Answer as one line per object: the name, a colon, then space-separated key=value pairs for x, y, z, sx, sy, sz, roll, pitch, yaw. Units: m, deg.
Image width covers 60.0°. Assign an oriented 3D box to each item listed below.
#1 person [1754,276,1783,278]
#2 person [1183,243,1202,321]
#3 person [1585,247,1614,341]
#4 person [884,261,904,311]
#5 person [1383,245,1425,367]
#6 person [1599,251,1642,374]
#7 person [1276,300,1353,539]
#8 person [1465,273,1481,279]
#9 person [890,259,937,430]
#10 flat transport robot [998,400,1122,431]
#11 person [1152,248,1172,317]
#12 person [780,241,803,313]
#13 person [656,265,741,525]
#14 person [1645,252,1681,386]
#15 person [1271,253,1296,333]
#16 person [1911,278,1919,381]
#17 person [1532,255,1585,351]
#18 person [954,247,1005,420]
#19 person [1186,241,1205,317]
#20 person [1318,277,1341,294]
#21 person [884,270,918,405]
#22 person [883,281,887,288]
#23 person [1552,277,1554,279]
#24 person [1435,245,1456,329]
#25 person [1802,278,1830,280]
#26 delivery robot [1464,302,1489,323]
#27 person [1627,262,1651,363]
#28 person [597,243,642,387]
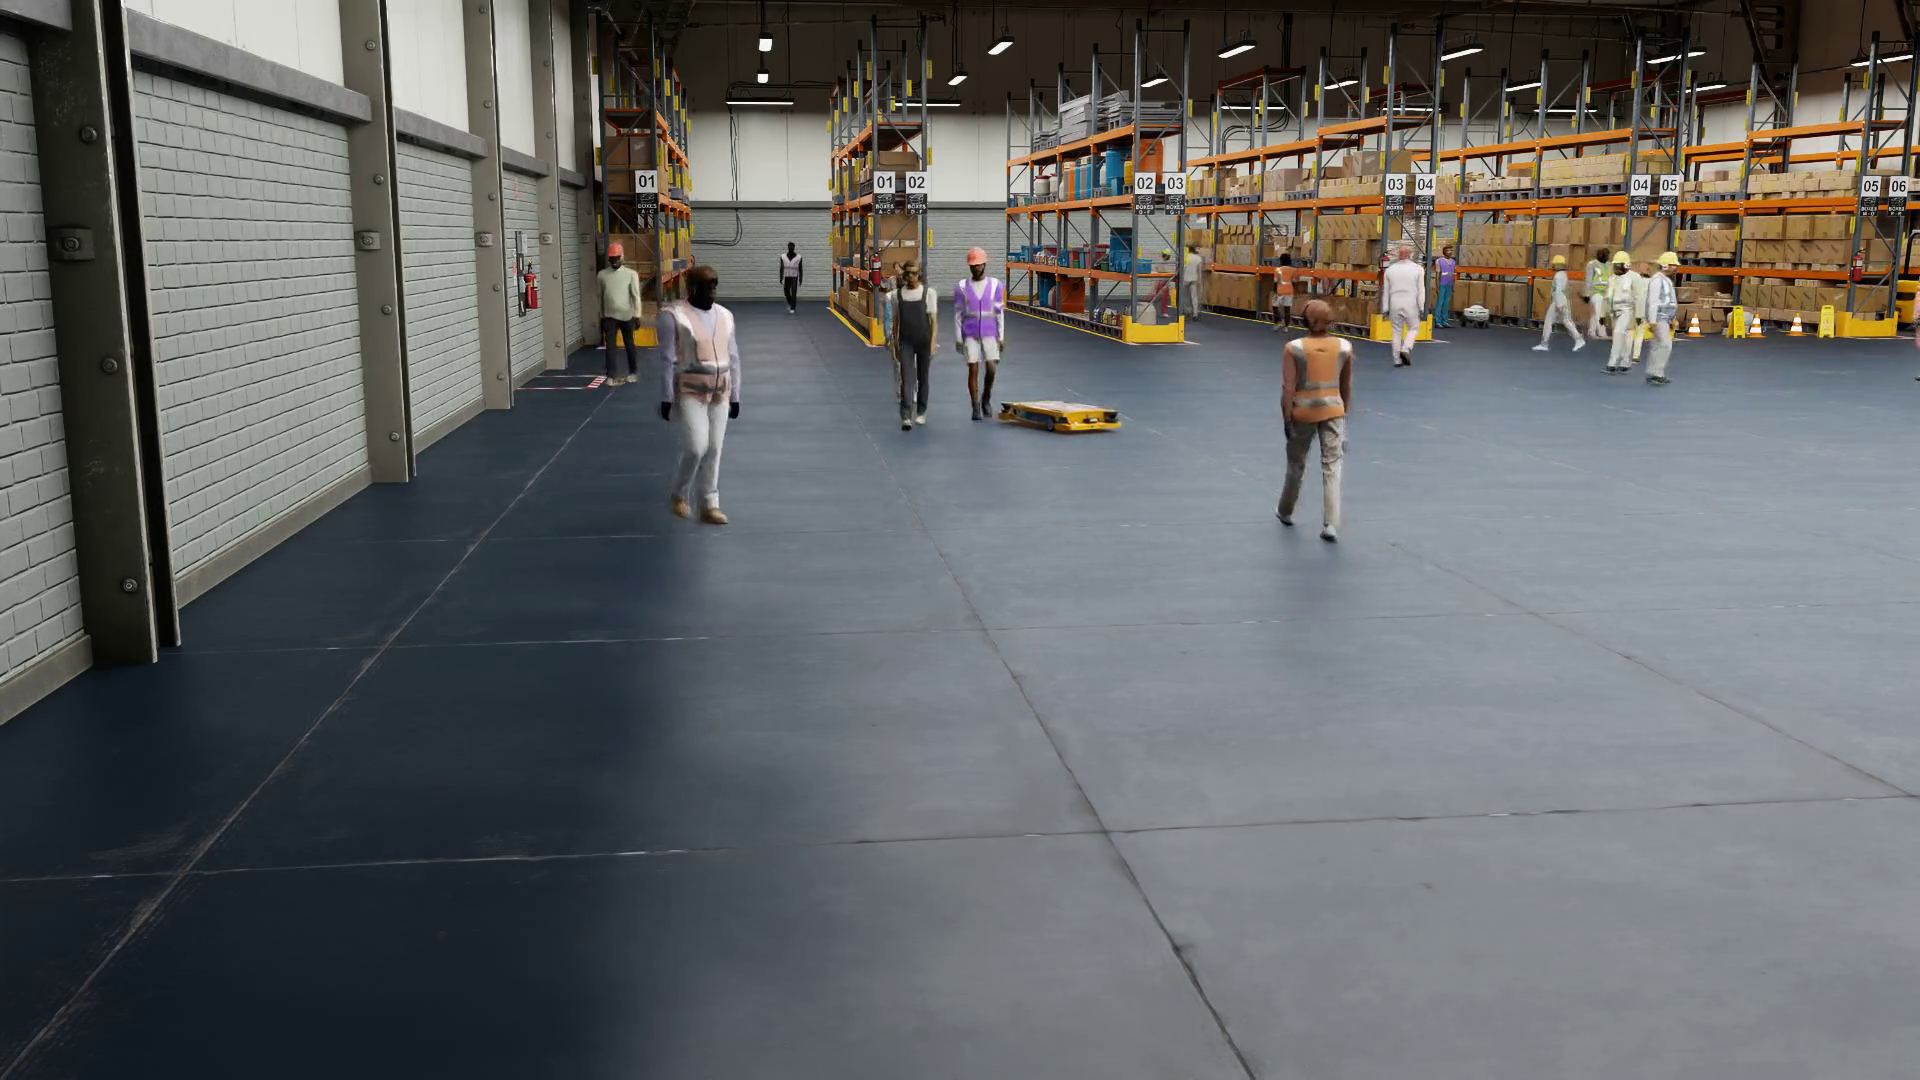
person: x=19.294 y=-6.210 z=39.640 sx=0.682 sy=2.000 sz=0.537 roll=2 pitch=11 yaw=11
person: x=5.546 y=-6.225 z=40.182 sx=0.640 sy=1.887 sz=1.049 roll=-2 pitch=11 yaw=-13
person: x=12.626 y=-4.807 z=32.588 sx=0.642 sy=1.811 sz=0.848 roll=-6 pitch=12 yaw=-29
person: x=-1.066 y=-3.964 z=28.478 sx=0.550 sy=1.609 sz=0.718 roll=6 pitch=12 yaw=29
person: x=6.927 y=-3.634 z=25.917 sx=0.672 sy=1.892 sz=0.419 roll=6 pitch=12 yaw=32
person: x=9.669 y=-3.342 z=24.554 sx=0.795 sy=1.799 sz=0.628 roll=-4 pitch=11 yaw=-20
person: x=2.418 y=-0.828 z=11.344 sx=0.512 sy=1.594 sz=0.864 roll=0 pitch=10 yaw=-2
person: x=14.148 y=-7.227 z=45.739 sx=0.534 sy=1.849 sz=0.636 roll=-4 pitch=11 yaw=-23
person: x=-0.491 y=-2.076 z=17.680 sx=0.505 sy=1.796 sz=0.991 roll=1 pitch=10 yaw=3
flat transport robot: x=1.055 y=-1.338 z=17.783 sx=0.652 sy=0.197 sz=1.431 roll=-6 pitch=12 yaw=-29
person: x=5.100 y=-6.536 z=42.260 sx=0.523 sy=1.737 sz=0.659 roll=-8 pitch=13 yaw=-38
person: x=-4.482 y=-6.990 z=44.280 sx=0.620 sy=1.903 sz=0.569 roll=1 pitch=10 yaw=5
person: x=-1.816 y=-1.011 z=11.711 sx=0.652 sy=1.830 sz=0.438 roll=-10 pitch=14 yaw=-44
person: x=9.602 y=-3.000 z=22.629 sx=0.518 sy=1.820 sz=0.624 roll=7 pitch=13 yaw=35
person: x=6.832 y=-5.230 z=35.252 sx=0.546 sy=1.668 sz=0.636 roll=-3 pitch=11 yaw=-15
person: x=13.586 y=-3.118 z=23.093 sx=0.649 sy=1.891 sz=0.678 roll=-2 pitch=11 yaw=-13
person: x=10.758 y=-4.232 z=29.700 sx=0.851 sy=1.711 sz=0.478 roll=8 pitch=13 yaw=37
person: x=0.213 y=-2.268 z=18.363 sx=0.571 sy=1.913 sz=0.417 roll=0 pitch=10 yaw=-2
person: x=5.931 y=-6.602 z=42.146 sx=0.652 sy=1.915 sz=0.720 roll=-2 pitch=11 yaw=-10
person: x=10.395 y=-7.441 z=46.785 sx=0.683 sy=1.891 sz=0.431 roll=0 pitch=10 yaw=1
person: x=-0.673 y=-2.431 z=20.066 sx=0.519 sy=1.626 sz=0.378 roll=-2 pitch=11 yaw=-13
person: x=-1.929 y=-7.466 z=47.059 sx=0.540 sy=1.850 sz=0.596 roll=-4 pitch=11 yaw=-22
person: x=17.806 y=-7.820 z=48.879 sx=0.642 sy=1.902 sz=0.988 roll=-1 pitch=10 yaw=-7
person: x=10.775 y=-5.629 z=36.983 sx=0.567 sy=1.847 sz=0.389 roll=-7 pitch=12 yaw=-33
person: x=19.704 y=-5.943 z=38.309 sx=0.612 sy=1.991 sz=0.392 roll=1 pitch=10 yaw=6
delivery robot: x=11.565 y=-5.077 z=37.244 sx=0.477 sy=0.478 sz=0.707 roll=-1 pitch=10 yaw=-4
person: x=10.933 y=-3.660 z=26.793 sx=0.531 sy=1.618 sz=0.365 roll=8 pitch=13 yaw=36
person: x=-4.672 y=-3.105 z=22.884 sx=0.630 sy=1.951 sz=1.009 roll=1 pitch=10 yaw=4
